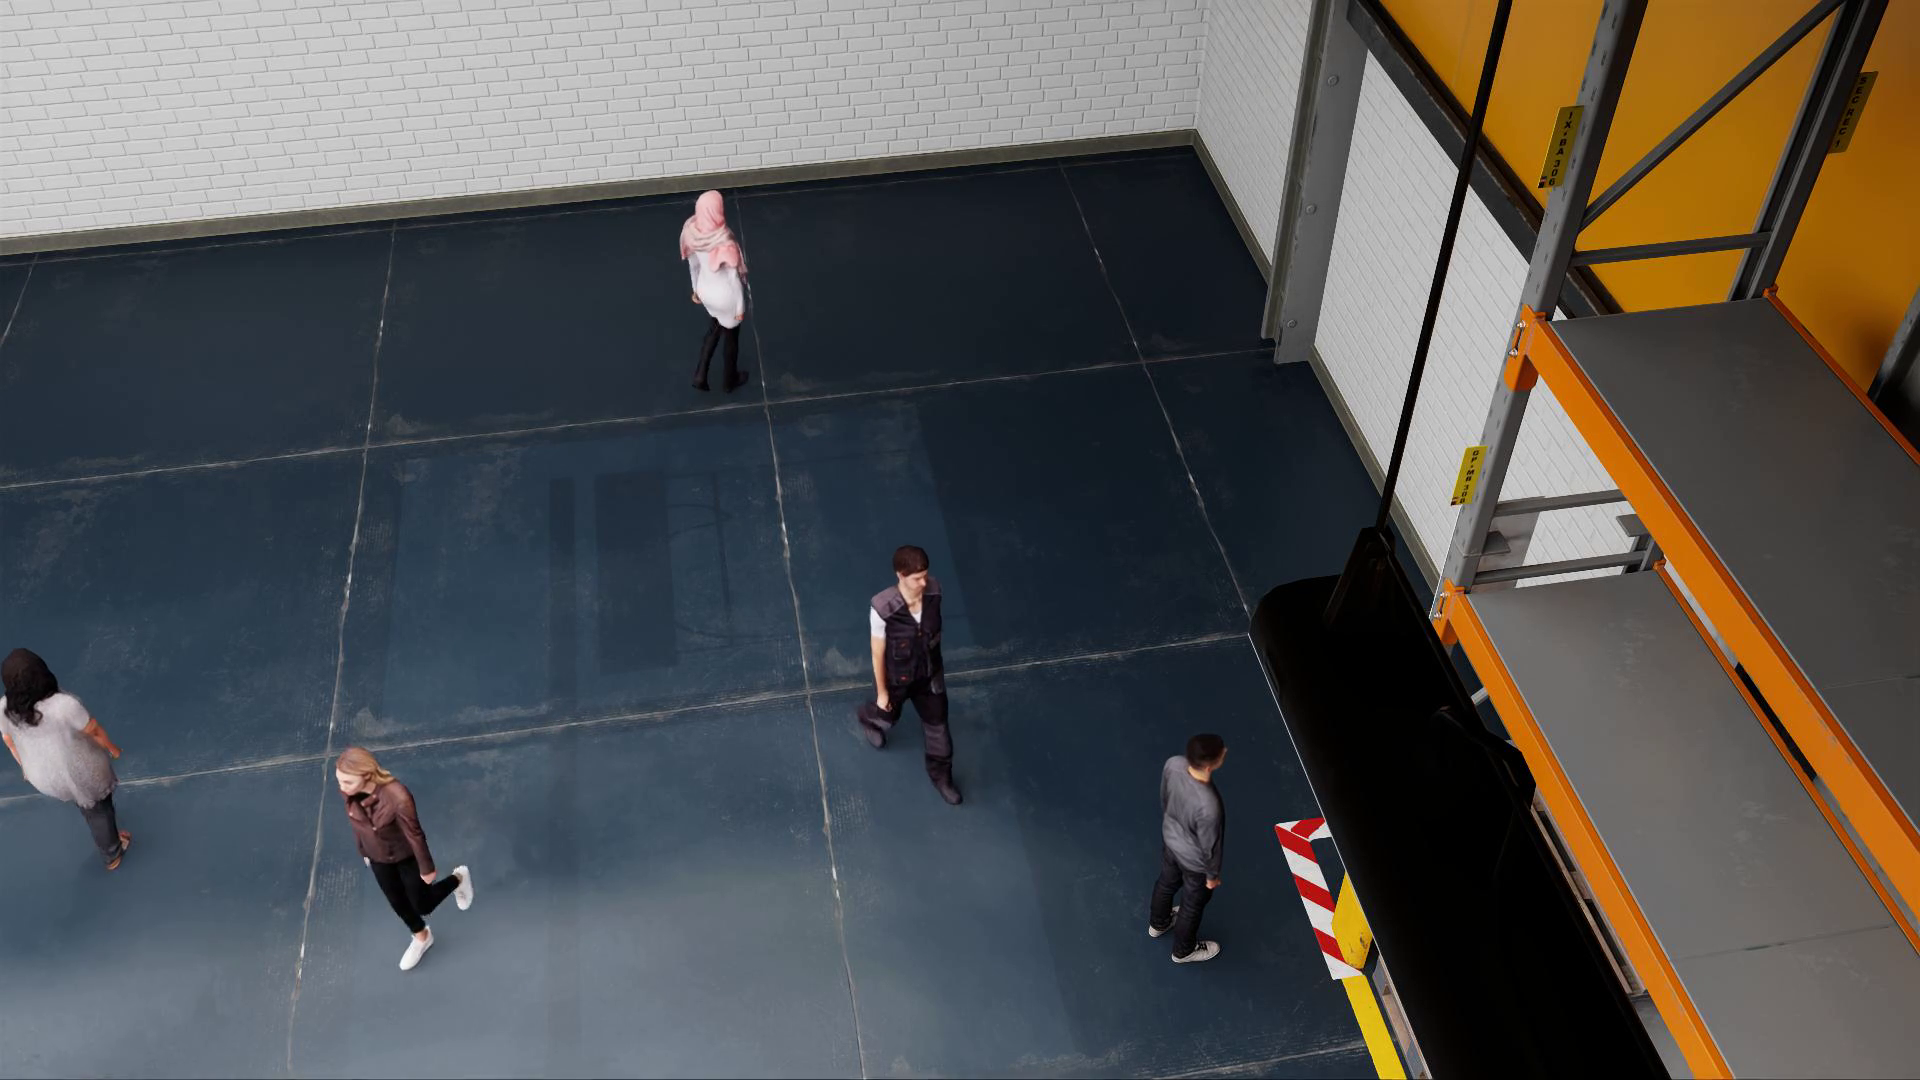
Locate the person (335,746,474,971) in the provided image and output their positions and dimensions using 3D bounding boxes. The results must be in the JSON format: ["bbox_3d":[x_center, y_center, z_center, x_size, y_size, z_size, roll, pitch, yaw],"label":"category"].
[{"bbox_3d":[-2.934,1.612,8.820,0.831,1.689,0.938,14,45,14],"label":"person"}]

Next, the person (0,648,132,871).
[{"bbox_3d":[-4.989,1.284,9.235,0.695,1.591,0.753,-1,44,-1],"label":"person"}]

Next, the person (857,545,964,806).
[{"bbox_3d":[-0.353,0.719,9.660,0.904,1.823,1.197,-21,48,-21],"label":"person"}]

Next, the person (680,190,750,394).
[{"bbox_3d":[-1.838,-1.758,12.281,0.878,1.794,0.938,25,49,24],"label":"person"}]

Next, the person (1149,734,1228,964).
[{"bbox_3d":[1.215,1.616,8.763,0.745,1.761,0.593,-21,48,-21],"label":"person"}]
